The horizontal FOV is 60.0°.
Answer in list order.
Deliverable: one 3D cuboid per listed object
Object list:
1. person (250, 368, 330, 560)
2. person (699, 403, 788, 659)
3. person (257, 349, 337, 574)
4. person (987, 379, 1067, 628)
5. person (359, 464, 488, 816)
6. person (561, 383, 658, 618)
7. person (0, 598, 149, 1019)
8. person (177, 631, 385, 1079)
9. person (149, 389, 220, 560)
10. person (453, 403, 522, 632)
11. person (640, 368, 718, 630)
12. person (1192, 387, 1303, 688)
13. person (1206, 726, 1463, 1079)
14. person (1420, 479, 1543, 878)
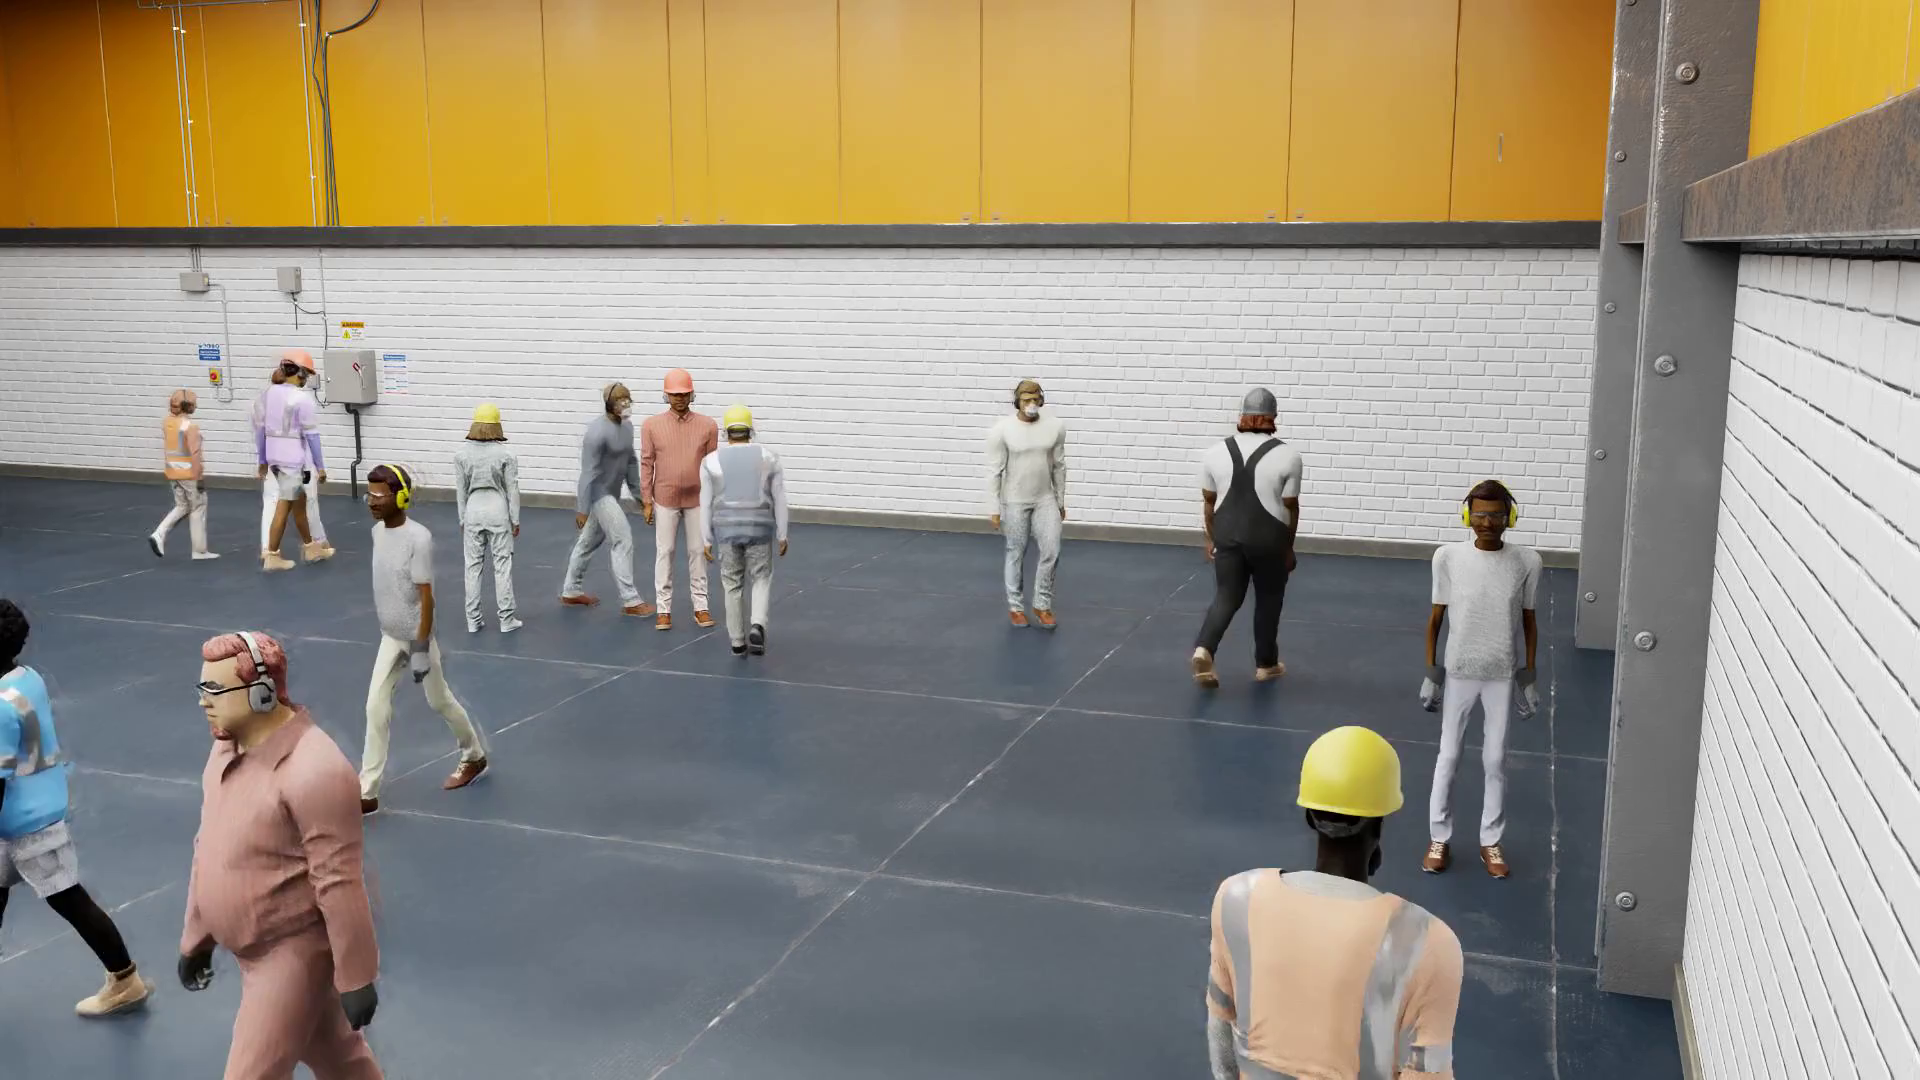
[{"bbox_3d":[-6.314,-0.714,15.567,0.618,1.792,0.919,0,10,-2],"label":"person"},{"bbox_3d":[-1.519,-0.046,11.680,0.624,1.820,0.544,-1,10,-6],"label":"person"},{"bbox_3d":[-5.964,-0.716,15.003,0.631,1.981,0.903,7,12,34],"label":"person"},{"bbox_3d":[0.535,-0.256,12.599,0.665,1.915,0.645,-3,11,-17],"label":"person"},{"bbox_3d":[-2.861,0.499,8.666,0.524,1.821,0.993,6,12,32],"label":"person"},{"bbox_3d":[-2.821,-0.319,13.167,0.930,1.870,0.652,1,10,8],"label":"person"},{"bbox_3d":[-3.518,1.021,6.147,0.895,1.644,0.548,-4,11,-21],"label":"person"},{"bbox_3d":[-2.014,1.176,4.712,0.994,1.851,0.676,-9,14,-43],"label":"person"},{"bbox_3d":[-7.170,-0.581,15.308,0.534,1.613,0.558,7,12,35],"label":"person"},{"bbox_3d":[-3.567,-0.165,12.614,0.483,1.737,0.322,0,10,-1],"label":"person"},{"bbox_3d":[-2.129,-0.313,12.713,0.611,1.995,0.380,-3,11,-18],"label":"person"},{"bbox_3d":[1.888,-0.026,10.967,0.684,2.000,0.870,7,12,34],"label":"person"},{"bbox_3d":[0.834,1.336,3.763,0.607,1.868,0.988,7,12,34],"label":"person"},{"bbox_3d":[2.412,0.639,7.709,0.532,1.868,0.310,2,10,12],"label":"person"}]
